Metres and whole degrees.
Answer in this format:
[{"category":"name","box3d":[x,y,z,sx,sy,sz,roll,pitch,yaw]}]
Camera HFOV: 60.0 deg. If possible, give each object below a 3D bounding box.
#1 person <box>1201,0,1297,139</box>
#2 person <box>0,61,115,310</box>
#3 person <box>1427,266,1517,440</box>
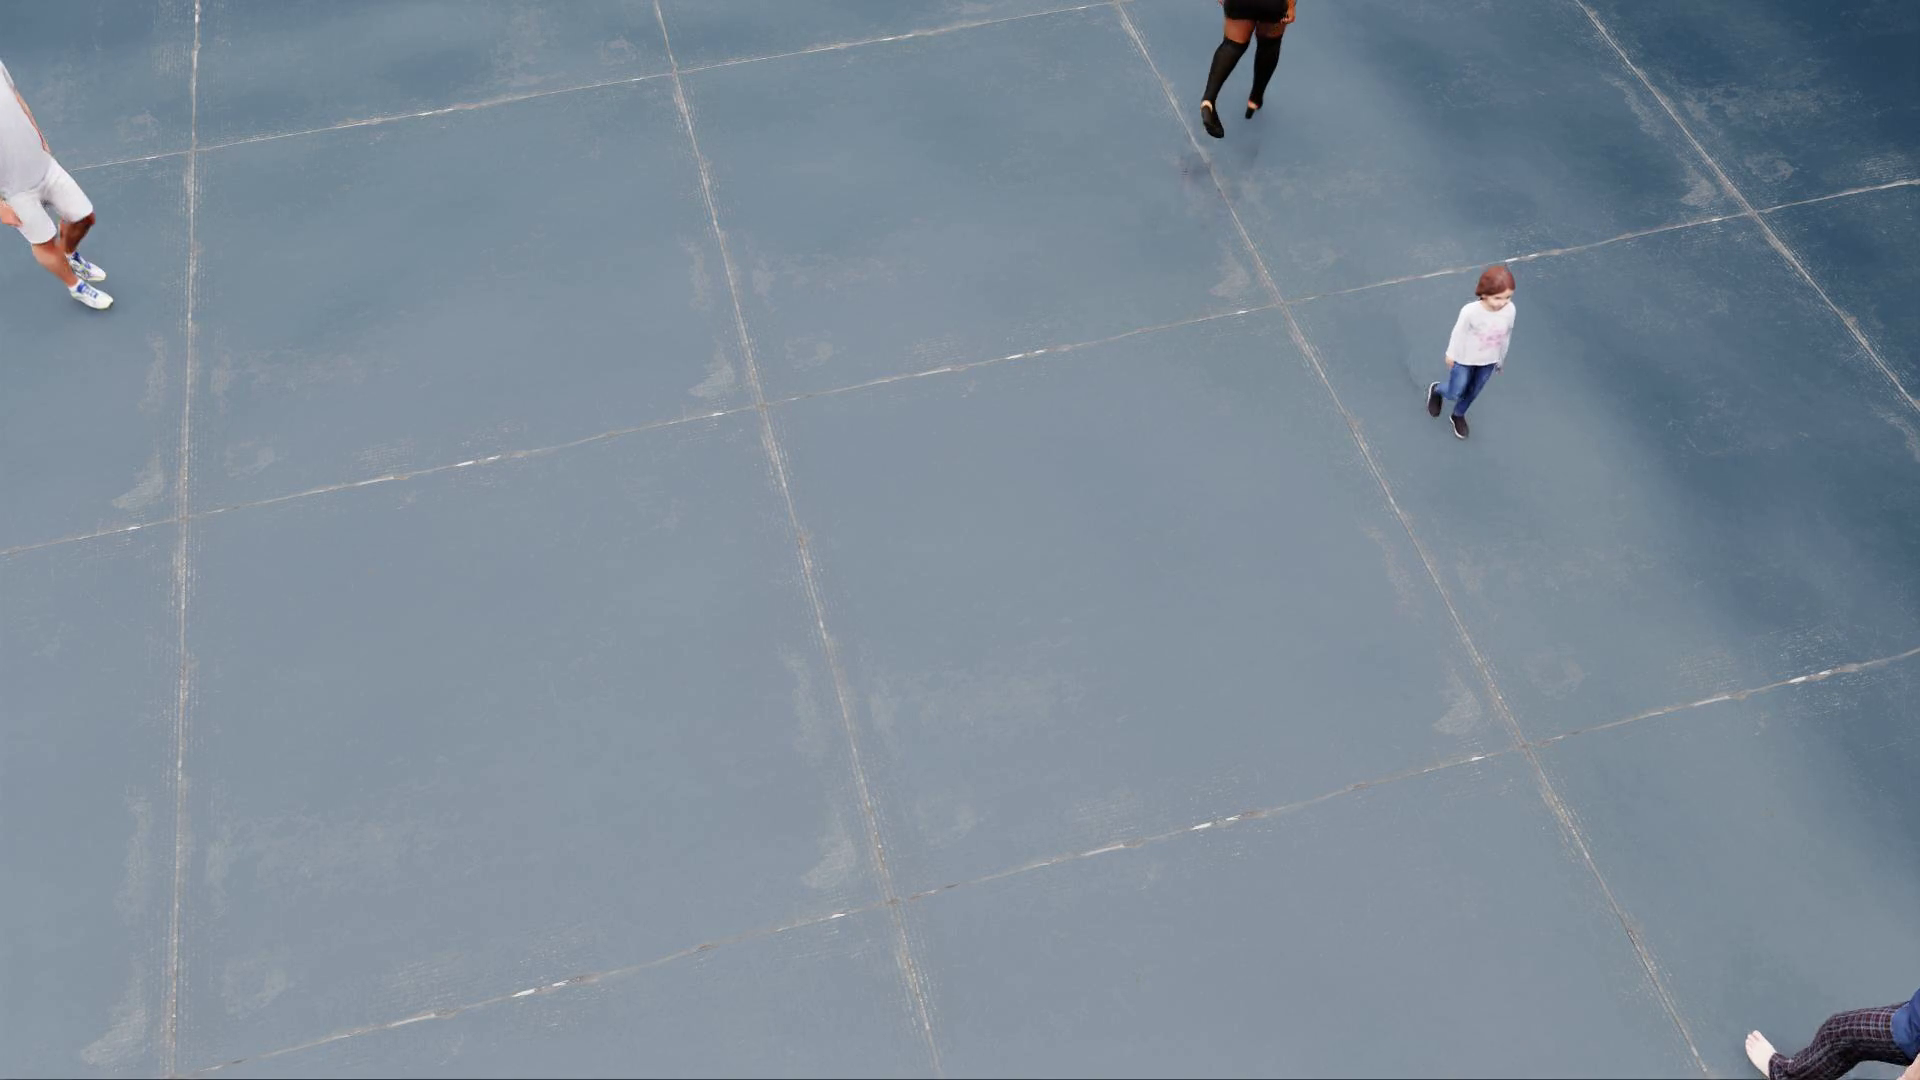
[{"category":"person","box3d":[1.707,-3.098,9.643,1.028,1.825,1.093,27,57,19]},{"category":"person","box3d":[-5.039,-1.957,8.748,0.896,1.844,0.822,17,54,13]},{"category":"person","box3d":[2.610,-0.992,8.469,0.460,1.103,0.537,-9,53,-7]}]
